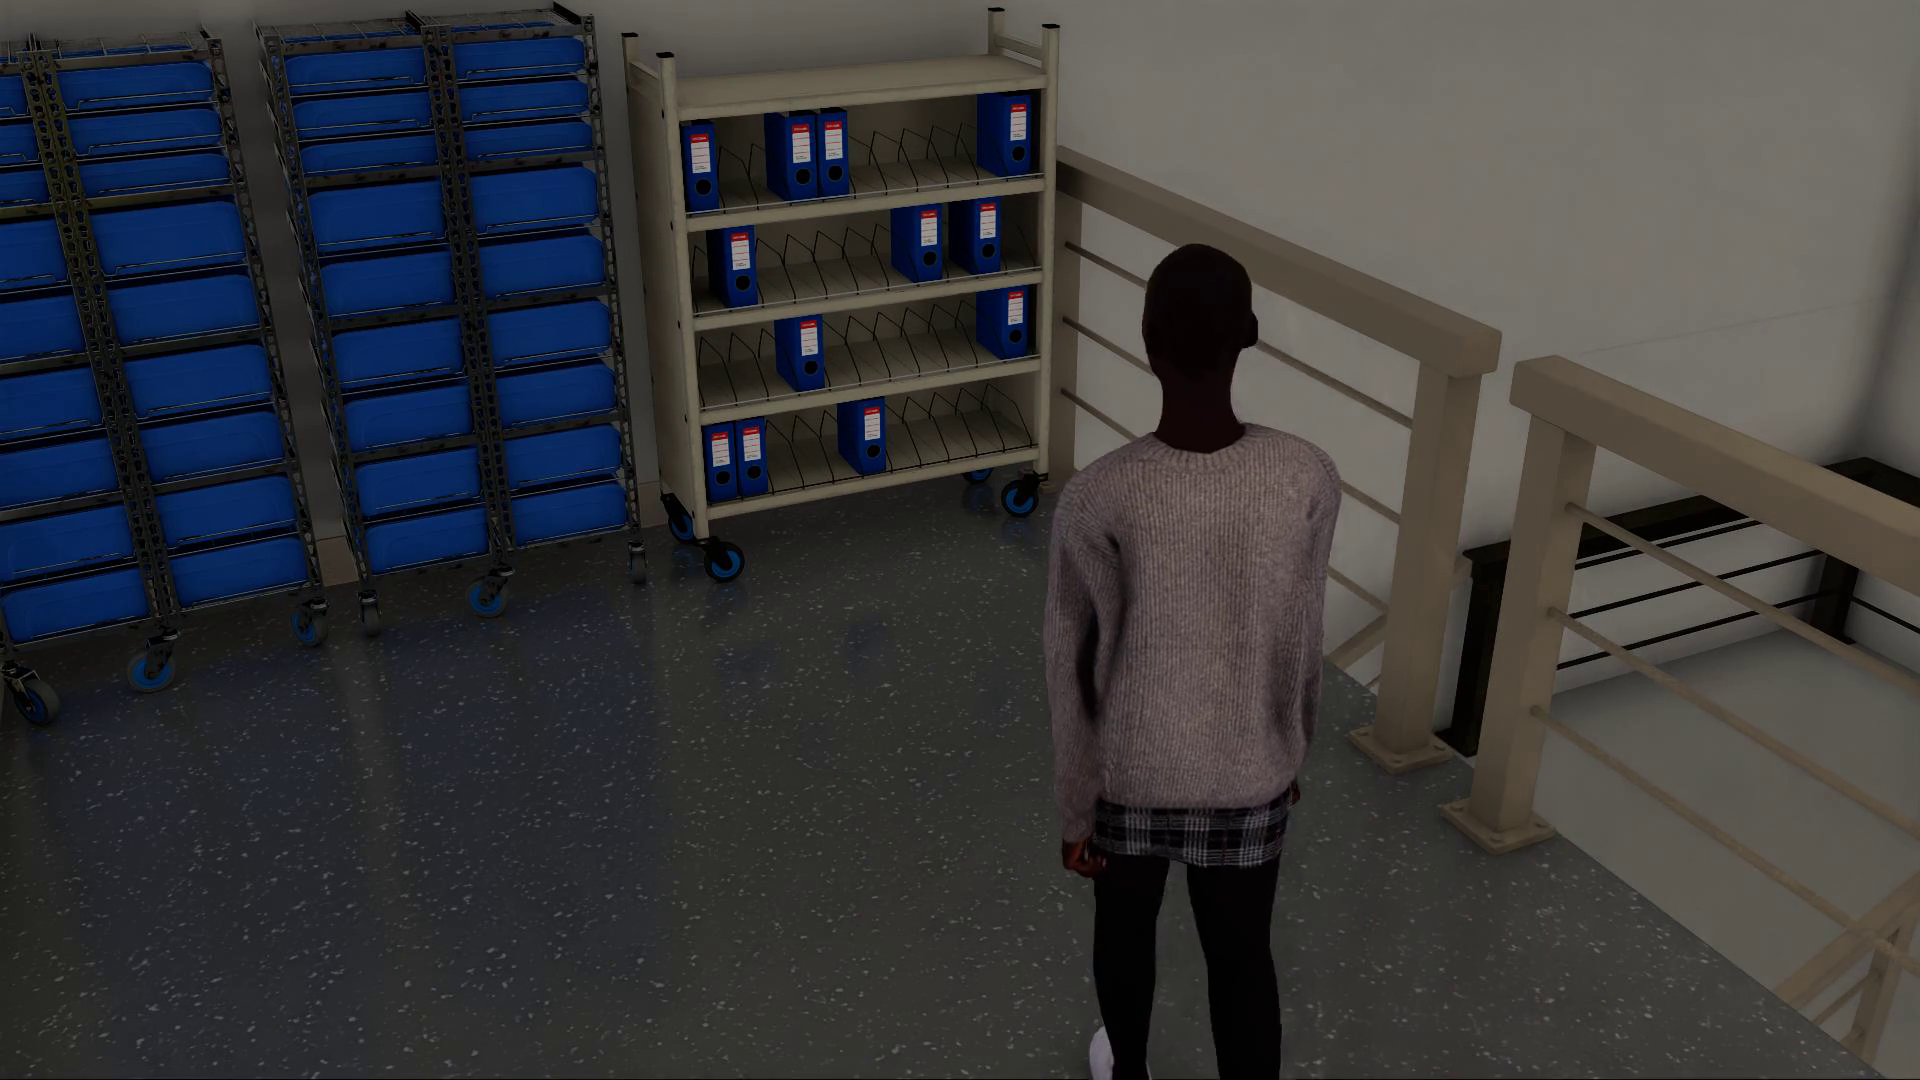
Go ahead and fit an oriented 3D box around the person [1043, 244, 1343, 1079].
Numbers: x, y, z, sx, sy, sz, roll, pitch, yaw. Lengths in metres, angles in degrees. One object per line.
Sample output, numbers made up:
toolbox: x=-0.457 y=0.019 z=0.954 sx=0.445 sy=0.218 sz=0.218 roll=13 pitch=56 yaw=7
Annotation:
person: x=0.384 y=0.425 z=2.653 sx=1.051 sy=1.752 sz=0.919 roll=-2 pitch=26 yaw=-5
